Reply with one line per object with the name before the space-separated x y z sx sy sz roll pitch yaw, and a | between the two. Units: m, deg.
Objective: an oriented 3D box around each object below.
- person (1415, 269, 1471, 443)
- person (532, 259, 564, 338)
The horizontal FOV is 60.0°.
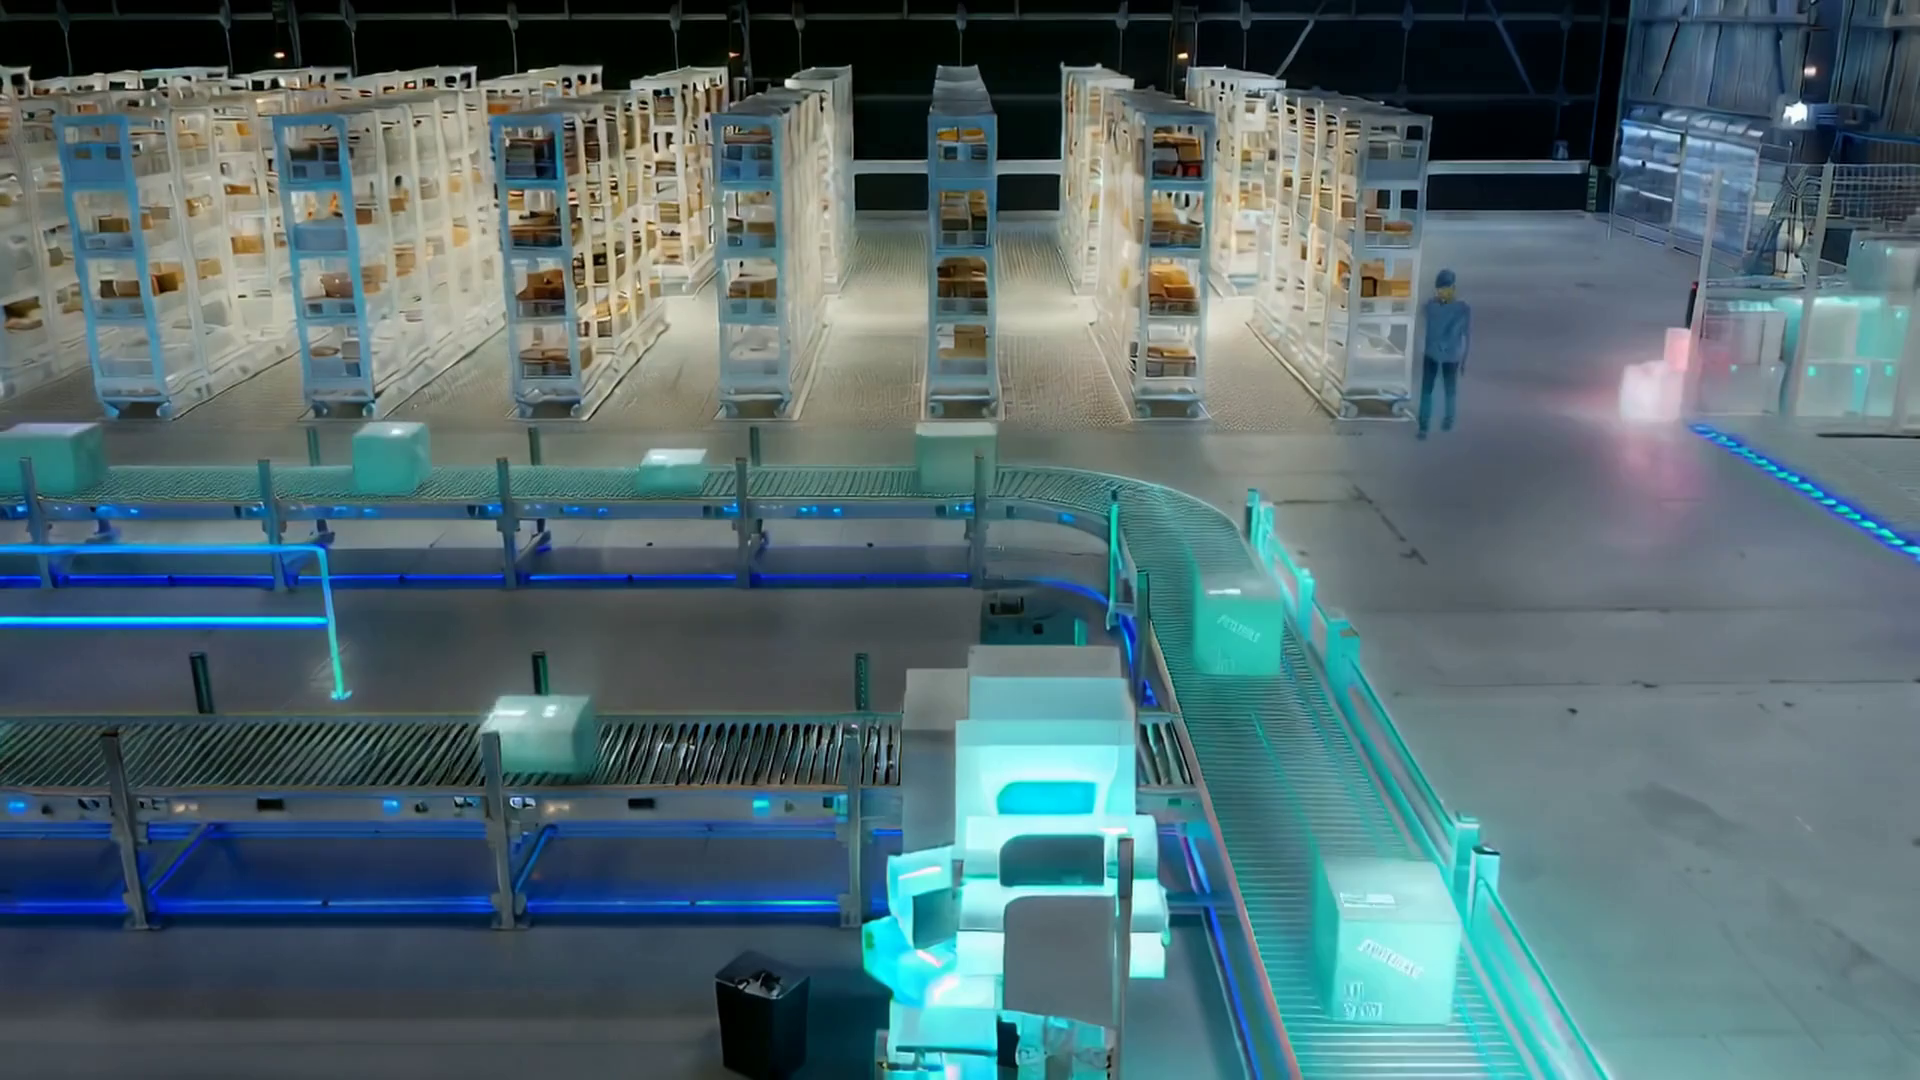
person | 5.543 -2.139 19.073 0.623 1.958 0.973 11 21 30
person | -6.077 -3.896 24.738 0.587 1.786 0.816 -1 18 -2
